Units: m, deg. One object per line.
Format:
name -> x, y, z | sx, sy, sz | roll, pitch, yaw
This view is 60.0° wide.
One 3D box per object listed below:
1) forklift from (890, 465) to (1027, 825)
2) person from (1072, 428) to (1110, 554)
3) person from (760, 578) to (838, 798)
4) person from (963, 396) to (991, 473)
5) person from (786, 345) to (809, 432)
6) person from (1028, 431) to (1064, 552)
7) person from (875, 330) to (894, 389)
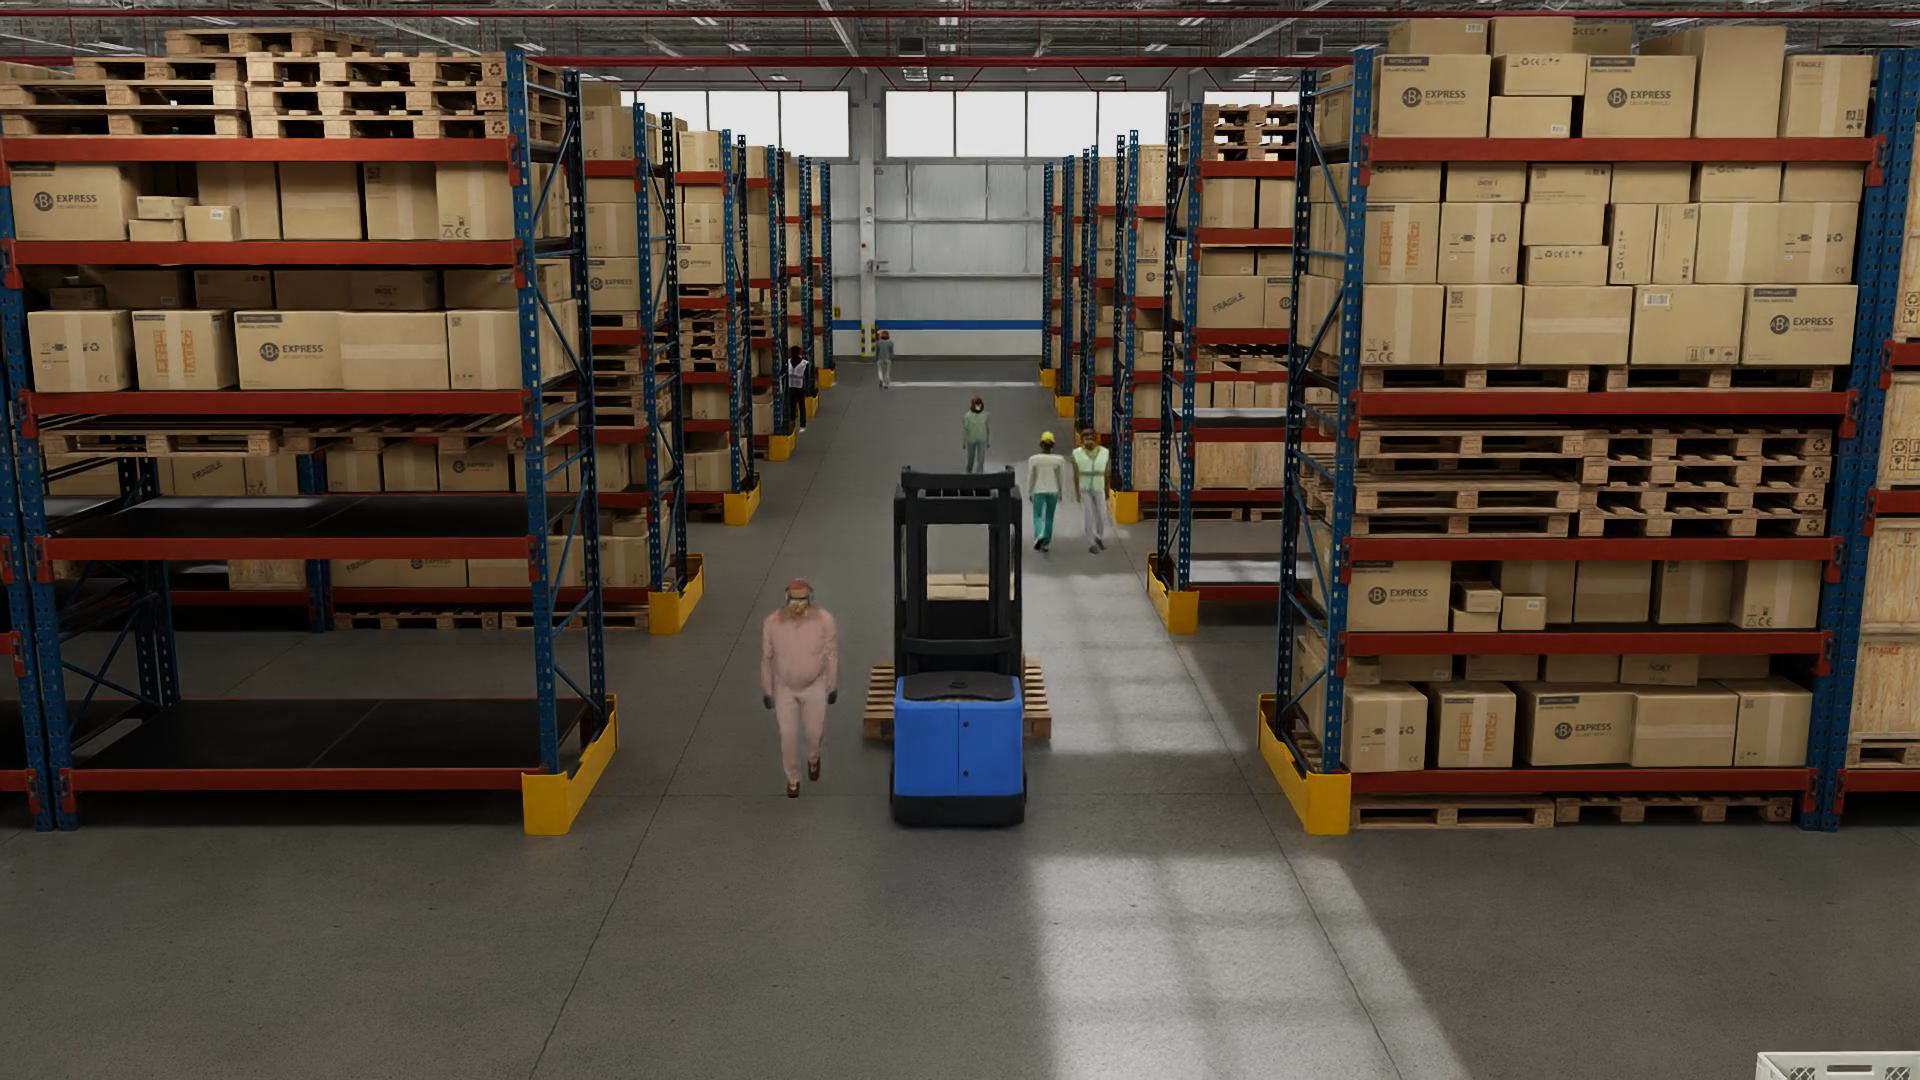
forklift -> -0.017, 0.770, 13.885 | 1.129, 2.768, 1.873 | 0, 11, 0
person -> 1.877, -0.701, 23.815 | 0.573, 1.818, 0.438 | -2, 12, -9
person -> -1.360, 1.233, 14.053 | 0.666, 1.886, 0.469 | -1, 11, -3
person -> 0.289, -1.767, 29.618 | 0.503, 1.613, 0.630 | -1, 11, -7
person -> -3.589, -3.328, 36.587 | 0.590, 1.920, 0.392 | 4, 12, 19
person -> 1.239, -0.691, 23.940 | 0.519, 1.753, 0.396 | 0, 11, 0
person -> -2.037, -4.881, 45.024 | 0.514, 1.622, 0.346 | 0, 11, 0
